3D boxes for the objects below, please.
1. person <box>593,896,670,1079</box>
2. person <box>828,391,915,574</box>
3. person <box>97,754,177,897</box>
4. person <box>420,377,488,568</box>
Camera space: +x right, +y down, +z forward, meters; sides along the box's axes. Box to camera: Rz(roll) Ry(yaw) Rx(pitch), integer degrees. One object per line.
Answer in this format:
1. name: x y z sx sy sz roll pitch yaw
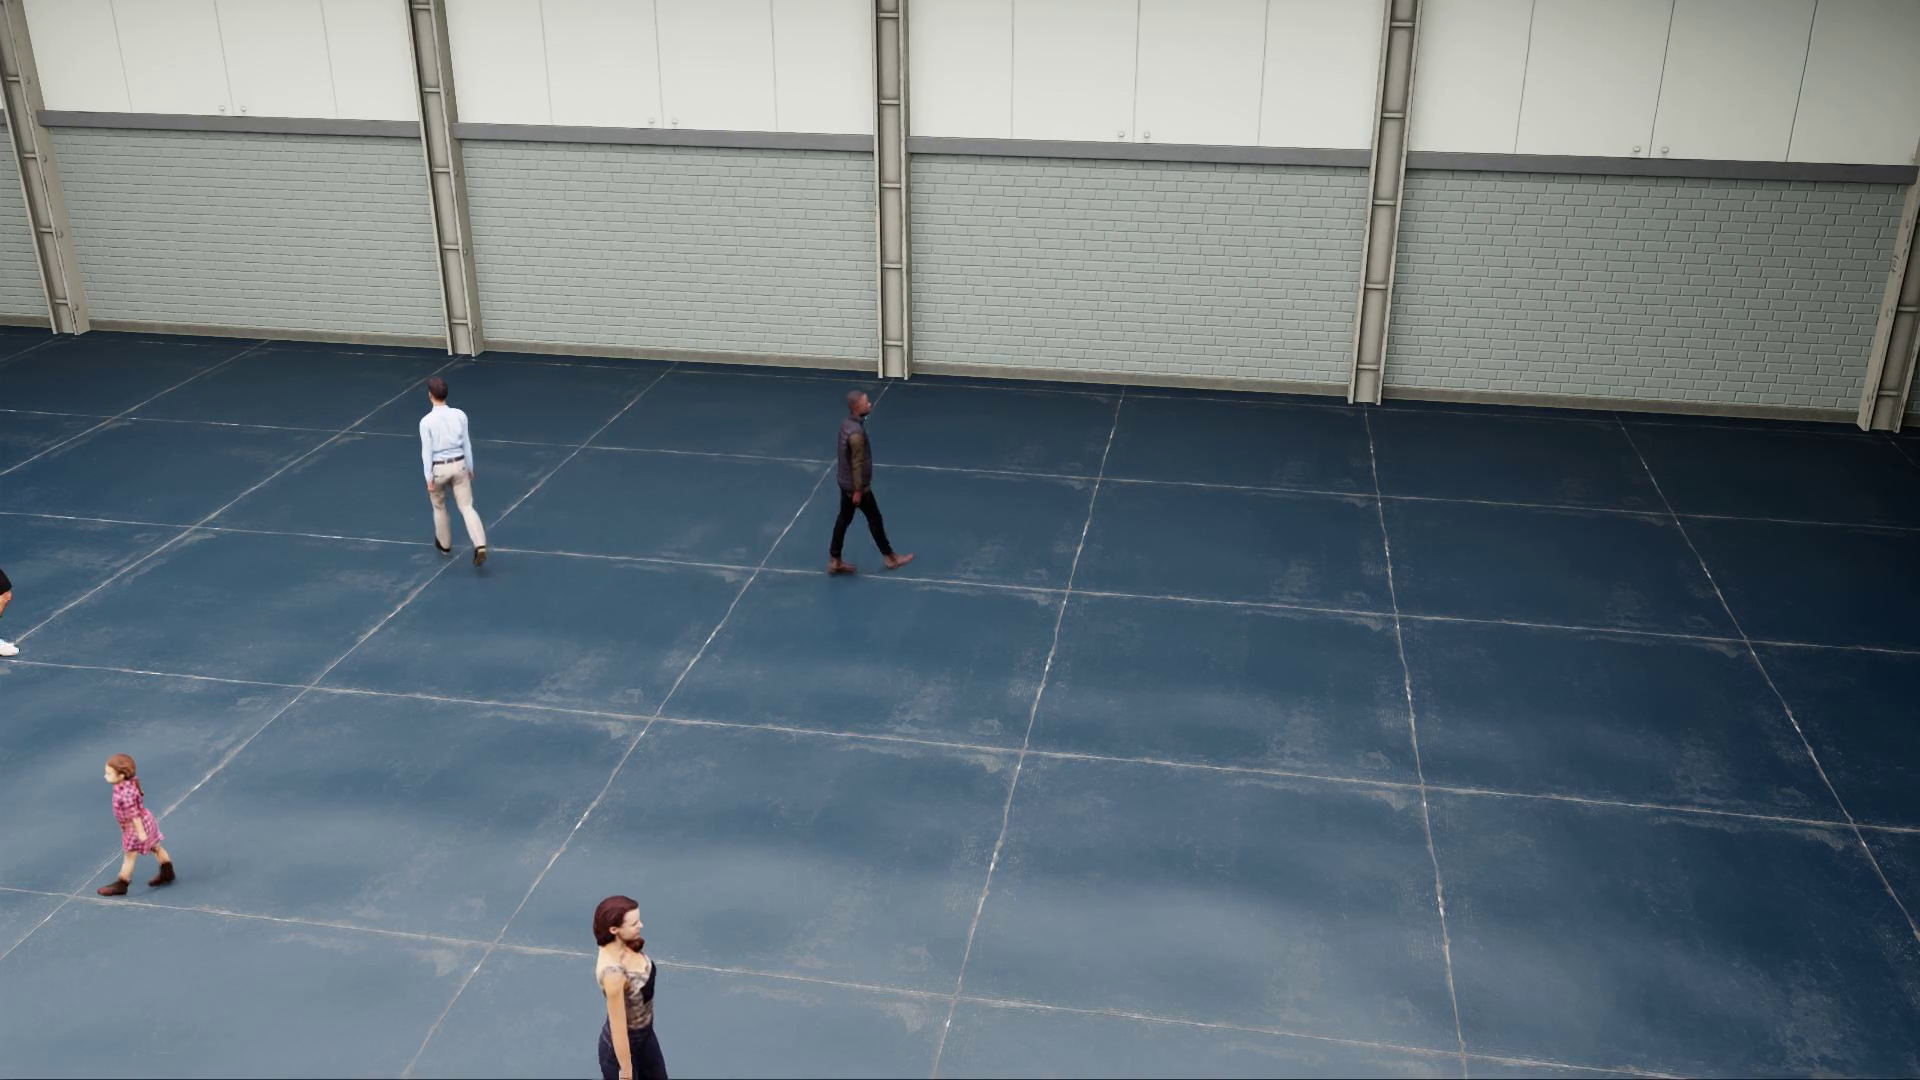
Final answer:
1. person: -1.782 2.576 8.418 1.153 1.748 0.824 -3 23 -6
2. person: -1.064 -0.507 15.600 1.183 1.800 0.988 -6 24 -14
3. person: -5.408 1.870 11.028 0.748 1.003 0.654 -12 26 -26
4. person: -4.830 -0.615 15.830 1.154 1.818 1.230 -16 28 -33
